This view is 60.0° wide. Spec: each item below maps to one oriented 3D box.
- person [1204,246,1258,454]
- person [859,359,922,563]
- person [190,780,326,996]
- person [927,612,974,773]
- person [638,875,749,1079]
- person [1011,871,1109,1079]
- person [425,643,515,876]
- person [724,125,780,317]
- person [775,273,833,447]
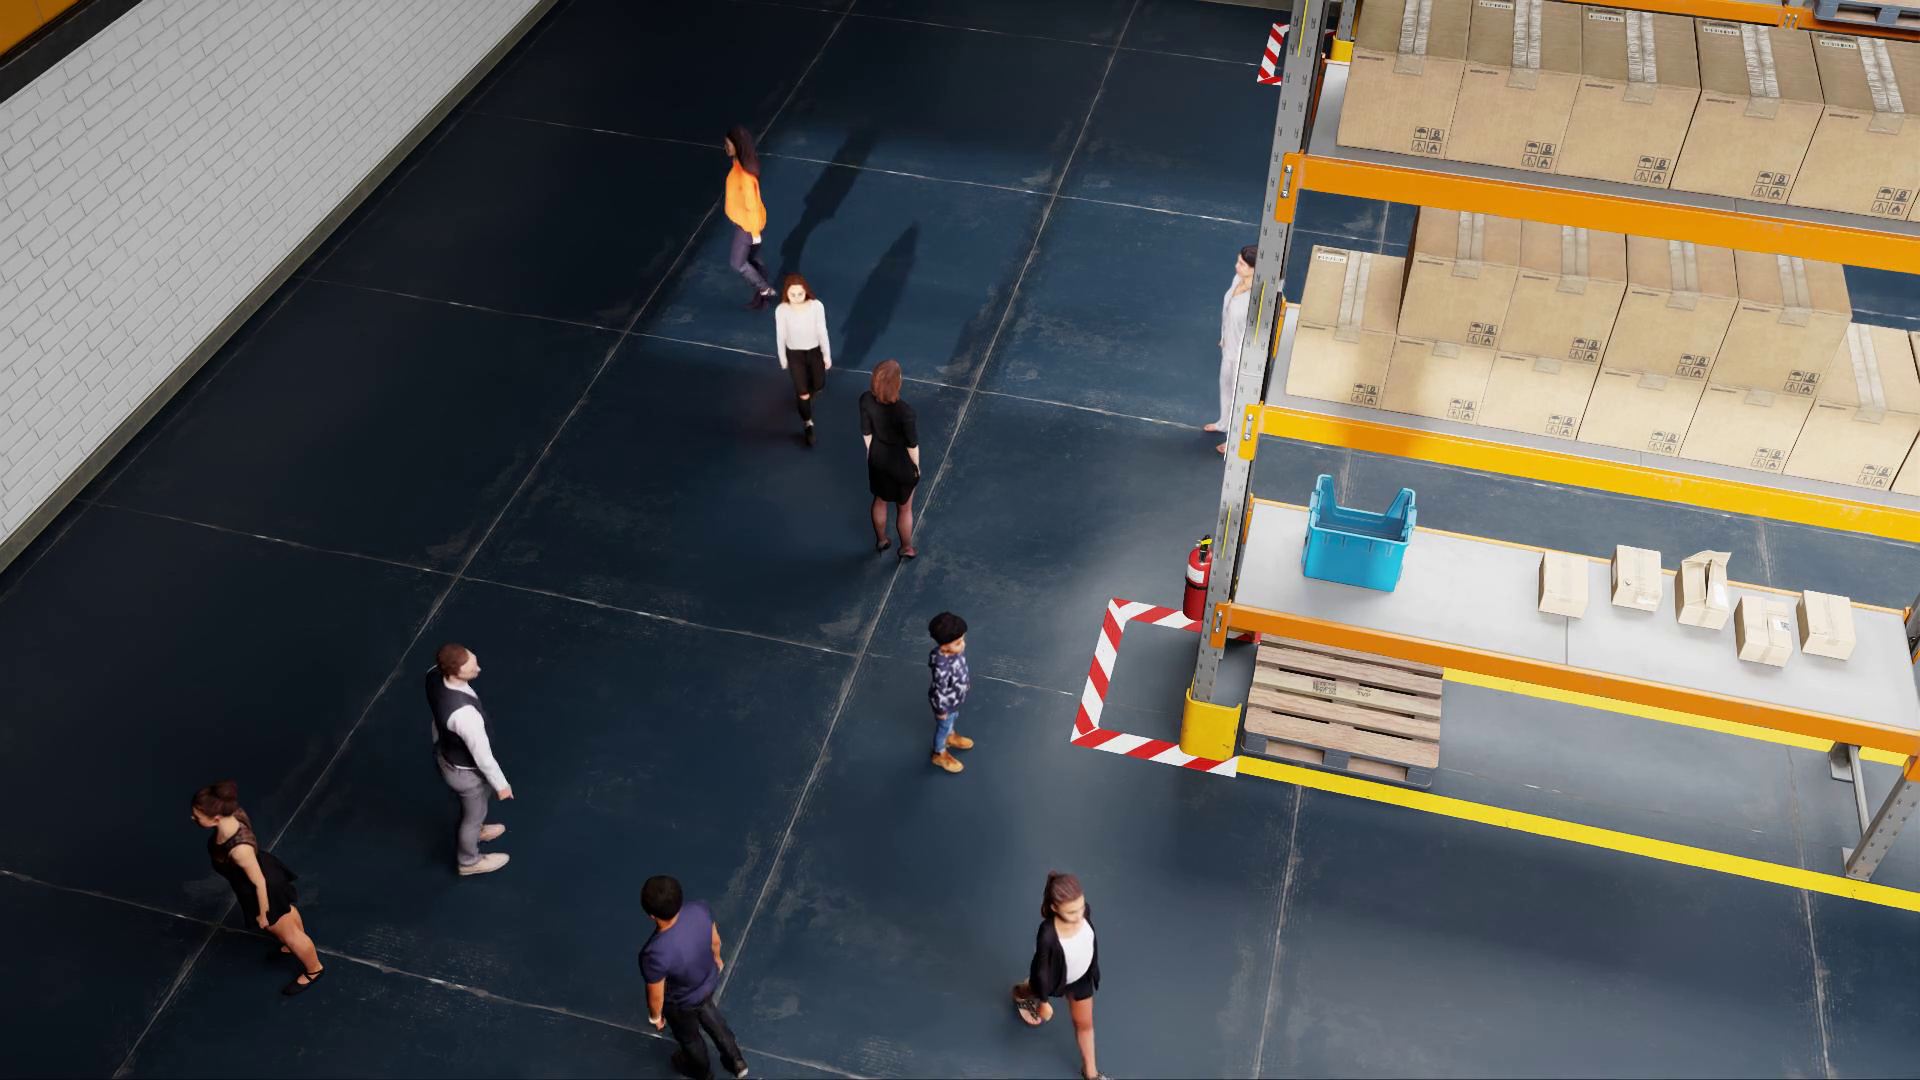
[{"bbox_3d":[2.079,-1.419,12.296,0.676,1.773,0.670,-10,44,-10],"label":"person"},{"bbox_3d":[-0.471,-0.529,11.410,0.520,1.706,0.694,21,48,21],"label":"person"},{"bbox_3d":[-3.769,1.853,8.933,0.741,1.675,0.675,-24,49,-23],"label":"person"},{"bbox_3d":[-0.075,0.919,10.223,0.523,1.248,0.525,16,46,16],"label":"person"},{"bbox_3d":[-1.314,2.289,8.395,0.810,1.786,0.766,25,49,24],"label":"person"},{"bbox_3d":[0.469,2.202,8.684,0.990,1.513,1.106,-26,49,-25],"label":"person"},{"bbox_3d":[-2.863,1.255,9.389,0.890,1.910,0.836,-29,51,-27],"label":"person"},{"bbox_3d":[-1.634,-2.596,13.556,0.733,1.740,0.714,-6,44,-7],"label":"person"},{"bbox_3d":[-1.176,-1.441,12.538,0.861,1.471,0.840,-10,45,-10],"label":"person"}]
